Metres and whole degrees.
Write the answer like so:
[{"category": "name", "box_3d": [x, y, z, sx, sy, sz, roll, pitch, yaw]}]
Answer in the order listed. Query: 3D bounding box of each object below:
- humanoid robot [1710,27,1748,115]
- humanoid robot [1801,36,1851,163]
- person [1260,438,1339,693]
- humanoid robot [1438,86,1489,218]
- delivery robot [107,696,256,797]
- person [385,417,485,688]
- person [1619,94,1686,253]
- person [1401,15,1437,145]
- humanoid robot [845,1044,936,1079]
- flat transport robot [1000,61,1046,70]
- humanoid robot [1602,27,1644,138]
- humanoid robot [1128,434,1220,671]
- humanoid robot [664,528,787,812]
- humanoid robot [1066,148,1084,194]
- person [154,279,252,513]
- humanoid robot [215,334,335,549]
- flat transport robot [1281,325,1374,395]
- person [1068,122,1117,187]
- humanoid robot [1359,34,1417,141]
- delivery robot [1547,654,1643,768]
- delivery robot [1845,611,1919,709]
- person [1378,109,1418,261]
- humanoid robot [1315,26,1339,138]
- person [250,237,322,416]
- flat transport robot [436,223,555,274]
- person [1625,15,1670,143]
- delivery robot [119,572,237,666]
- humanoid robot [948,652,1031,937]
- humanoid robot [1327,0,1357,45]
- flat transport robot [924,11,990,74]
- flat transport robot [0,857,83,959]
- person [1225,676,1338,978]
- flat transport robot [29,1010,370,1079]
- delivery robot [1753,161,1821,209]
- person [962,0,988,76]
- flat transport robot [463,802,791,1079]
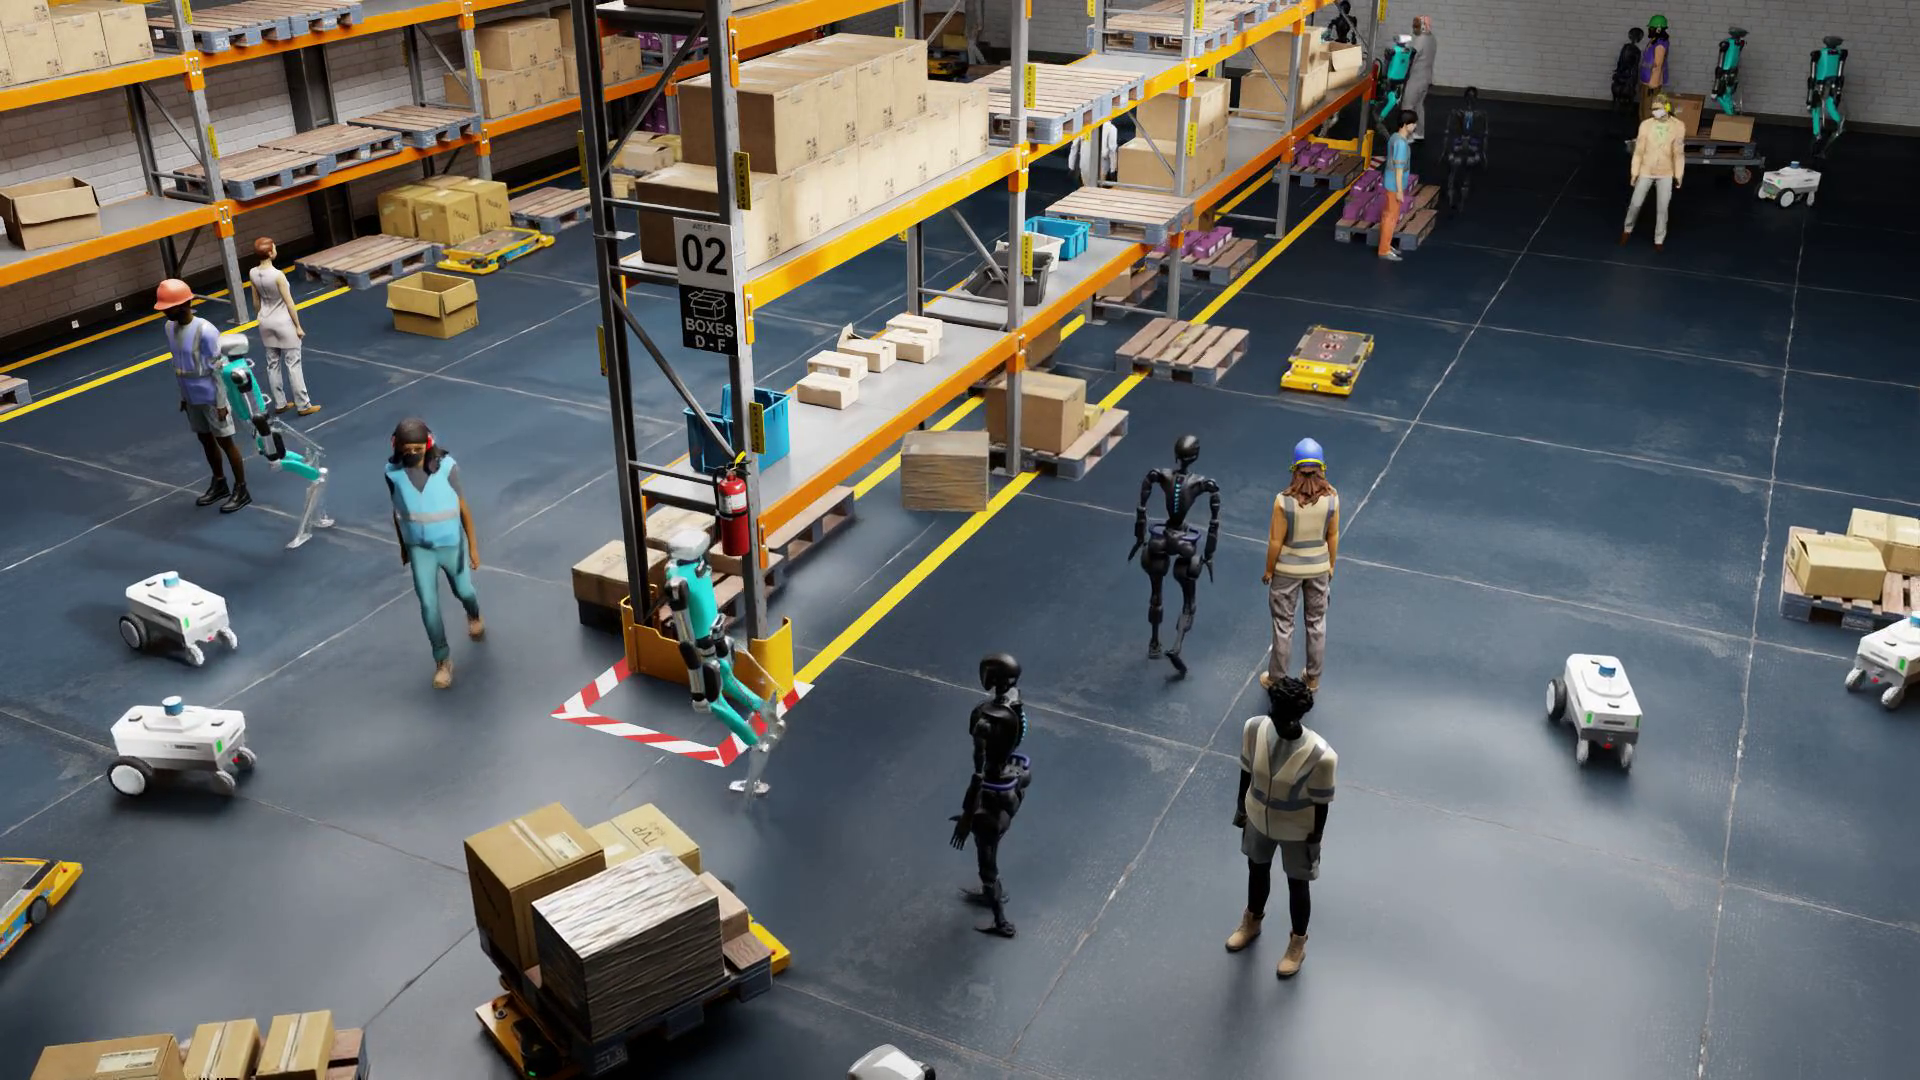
[{"category": "humanoid robot", "box_3d": [11.364, -6.594, 24.464, 0.577, 1.803, 0.824, -19, 32, -33]}, {"category": "humanoid robot", "box_3d": [12.382, -6.177, 23.659, 0.539, 1.829, 0.786, -4, 27, -8]}, {"category": "person", "box_3d": [2.179, 0.187, 10.707, 0.463, 1.769, 0.337, -3, 27, -6]}, {"category": "humanoid robot", "box_3d": [6.420, -4.918, 21.136, 0.609, 1.636, 0.582, 5, 27, 10]}, {"category": "delivery robot", "box_3d": [-4.679, 1.209, 9.991, 0.759, 0.575, 0.499, 2, 26, 5]}, {"category": "person", "box_3d": [-3.449, -0.007, 11.014, 0.529, 1.844, 0.785, -4, 27, -8]}, {"category": "person", "box_3d": [8.346, -4.401, 19.888, 0.613, 1.855, 0.479, 11, 28, 21]}, {"category": "person", "box_3d": [6.819, -6.874, 24.853, 0.428, 1.876, 0.651, 17, 31, 30]}, {"category": "humanoid robot", "box_3d": [-0.070, 2.553, 5.815, 0.735, 1.677, 0.533, 17, 31, 31]}, {"category": "flat transport robot", "box_3d": [0.946, -6.580, 26.070, 1.431, 0.231, 0.659, 0, 26, -1]}, {"category": "humanoid robot", "box_3d": [10.037, -6.909, 25.160, 0.368, 1.645, 0.609, -4, 27, -8]}, {"category": "humanoid robot", "box_3d": [1.385, 0.087, 11.019, 0.608, 1.647, 0.504, 9, 28, 17]}, {"category": "humanoid robot", "box_3d": [-1.276, 0.799, 9.564, 0.751, 1.816, 0.531, 3, 27, 7]}, {"category": "humanoid robot", "box_3d": [1.573, -5.461, 22.238, 0.644, 1.637, 0.609, -22, 34, -38]}, {"category": "person", "box_3d": [-6.046, -1.147, 13.230, 0.542, 1.929, 0.386, 13, 29, 24]}, {"category": "humanoid robot", "box_3d": [-5.095, -0.781, 12.699, 0.867, 1.772, 0.596, -16, 31, -30]}, {"category": "flat transport robot", "box_3d": [3.638, -1.780, 16.374, 0.659, 0.231, 1.431, 10, 28, 19]}, {"category": "person", "box_3d": [1.646, -4.612, 20.472, 0.559, 1.712, 0.894, 14, 30, 26]}, {"category": "humanoid robot", "box_3d": [6.204, -6.566, 24.398, 0.564, 1.724, 1.053, -13, 29, -24]}, {"category": "delivery robot", "box_3d": [4.000, 1.022, 10.400, 0.499, 0.602, 0.795, 4, 27, 7]}, {"category": "delivery robot", "box_3d": [6.246, 0.737, 10.934, 0.746, 0.565, 0.499, -15, 30, -27]}, {"category": "person", "box_3d": [5.124, -4.160, 19.504, 0.332, 1.759, 0.497, 3, 27, 7]}, {"category": "humanoid robot", "box_3d": [5.396, -6.574, 24.537, 0.711, 1.897, 0.530, 23, 34, 38]}, {"category": "person", "box_3d": [-6.174, -1.933, 15.111, 0.438, 1.660, 0.286, 8, 28, 16]}, {"category": "flat transport robot", "box_3d": [-5.512, -3.460, 19.768, 0.659, 0.231, 1.431, 10, 28, 20]}, {"category": "person", "box_3d": [10.221, -6.776, 24.608, 0.427, 1.924, 0.530, 2, 26, 5]}, {"category": "delivery robot", "box_3d": [-5.378, 0.491, 11.434, 0.750, 0.568, 0.499, 16, 30, 29]}, {"category": "humanoid robot", "box_3d": [0.161, 1.309, 8.546, 0.354, 1.654, 0.586, 10, 28, 20]}, {"category": "humanoid robot", "box_3d": [6.313, -8.126, 27.613, 0.608, 1.634, 0.402, -9, 28, -18]}, {"category": "flat transport robot", "box_3d": [-0.224, -8.755, 30.463, 0.659, 0.231, 1.431, 12, 29, 23]}, {"category": "flat transport robot", "box_3d": [-5.250, 2.075, 8.587, 0.659, 0.231, 1.431, 2, 26, 5]}, {"category": "person", "box_3d": [1.605, 1.412, 8.325, 0.534, 1.693, 0.321, 21, 33, 36]}, {"category": "flat transport robot", "box_3d": [-3.243, 2.723, 7.278, 0.659, 0.231, 1.431, -4, 27, -9]}, {"category": "delivery robot", "box_3d": [10.918, -4.672, 21.909, 0.780, 0.609, 0.523, -8, 27, -16]}, {"category": "person", "box_3d": [0.236, -9.144, 29.513, 0.422, 1.812, 0.536, -13, 29, -25]}, {"category": "flat transport robot", "box_3d": [-1.622, 2.200, 8.335, 1.431, 0.231, 0.659, -20, 32, -34]}]
